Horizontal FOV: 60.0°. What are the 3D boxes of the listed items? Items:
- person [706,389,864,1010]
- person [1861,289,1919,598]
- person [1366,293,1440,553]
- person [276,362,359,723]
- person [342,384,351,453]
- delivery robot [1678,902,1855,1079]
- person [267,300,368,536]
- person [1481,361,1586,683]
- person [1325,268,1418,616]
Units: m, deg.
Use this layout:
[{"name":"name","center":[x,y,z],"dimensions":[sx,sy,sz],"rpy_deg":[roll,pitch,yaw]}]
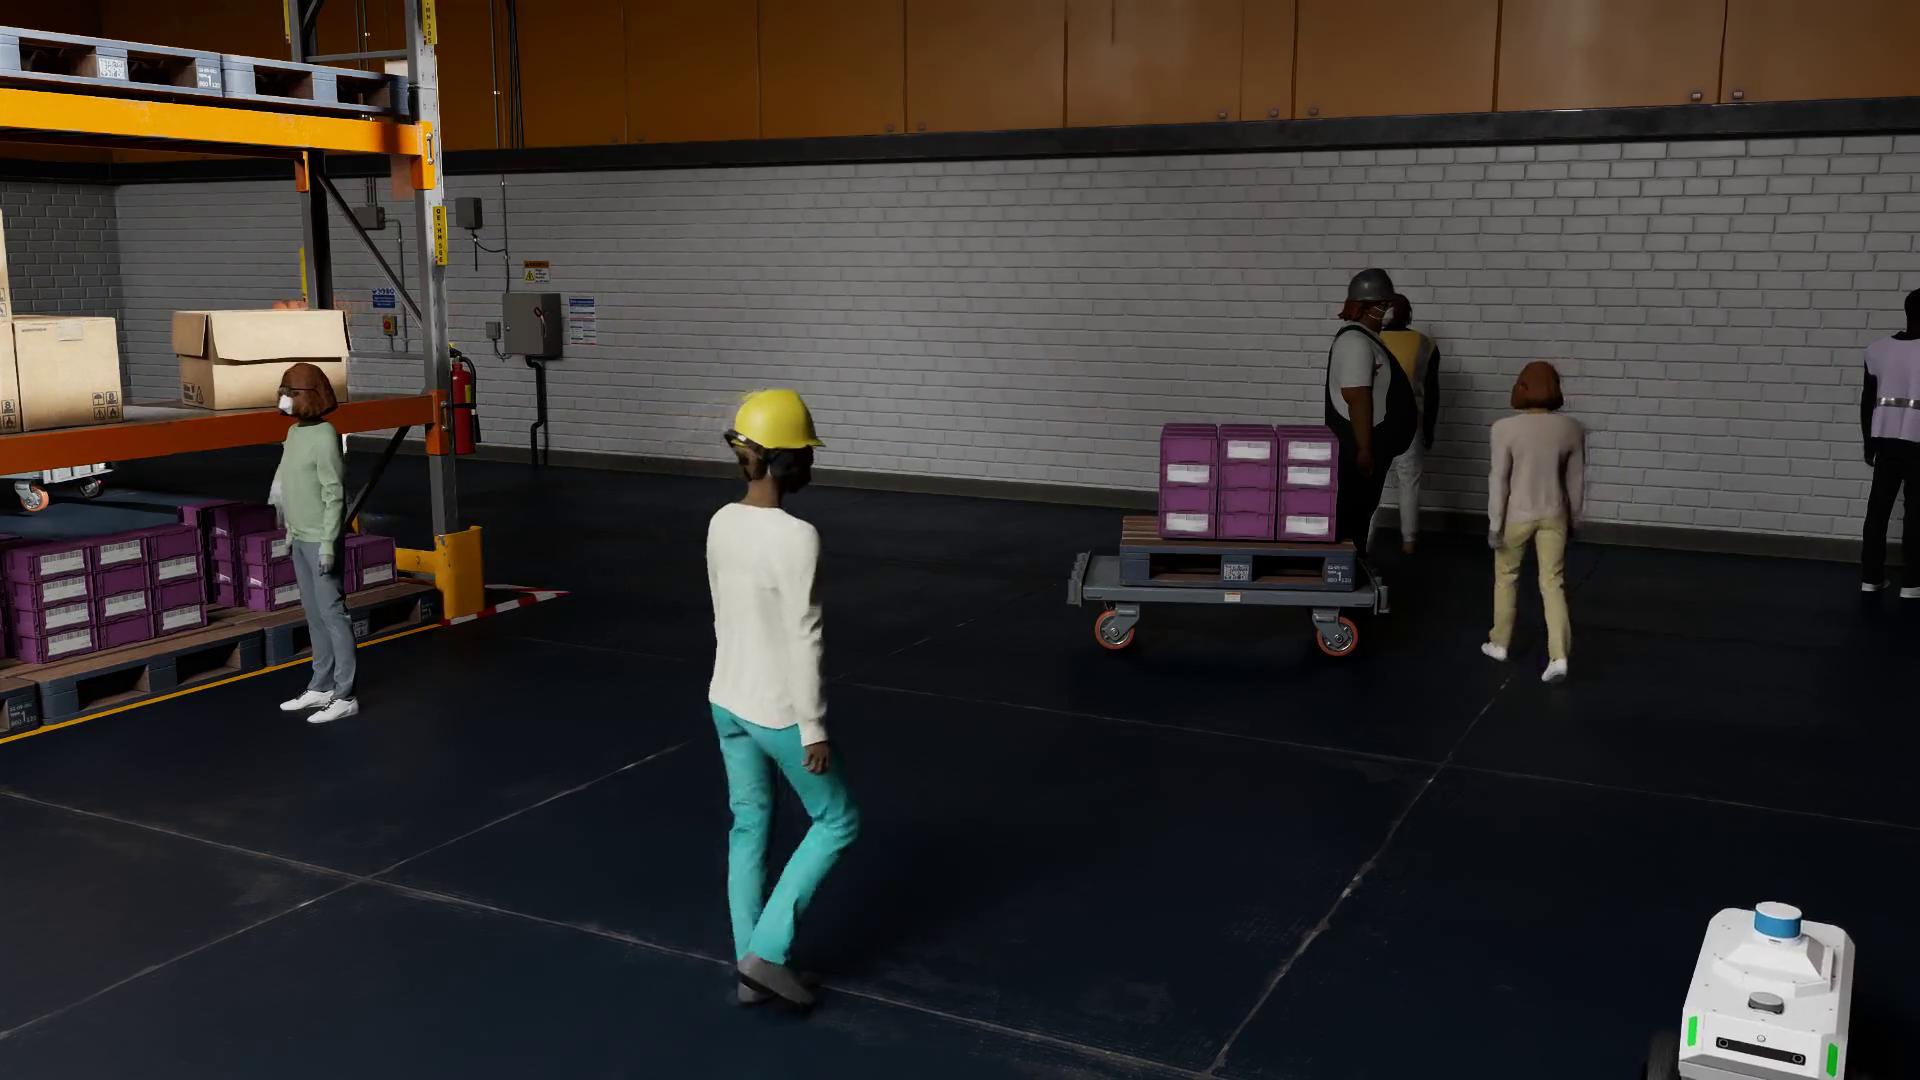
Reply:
[{"name":"person","center":[-0.500,0.459,4.617],"dimensions":[0.365,1.754,0.545],"rpy_deg":[-8,13,-38]},{"name":"person","center":[5.867,-0.598,10.312],"dimensions":[0.390,1.914,0.587],"rpy_deg":[-6,11,-29]},{"name":"person","center":[3.062,-0.820,11.803],"dimensions":[0.625,1.845,0.430],"rpy_deg":[2,10,12]},{"name":"person","center":[-2.952,0.008,7.595],"dimensions":[0.286,1.636,0.499],"rpy_deg":[-9,13,-42]},{"name":"person","center":[-4.946,-0.928,12.845],"dimensions":[0.535,1.697,0.318],"rpy_deg":[2,10,11]},{"name":"delivery robot","center":[1.960,1.119,4.020],"dimensions":[0.477,0.478,0.707],"rpy_deg":[5,11,29]},{"name":"person","center":[-4.295,-0.642,10.829],"dimensions":[0.999,1.826,0.587],"rpy_deg":[-3,10,-17]},{"name":"person","center":[2.904,-0.103,8.368],"dimensions":[0.515,1.591,0.856],"rpy_deg":[0,10,-1]},{"name":"person","center":[2.438,-0.589,9.885],"dimensions":[0.537,2.000,0.682],"rpy_deg":[2,10,9]}]
